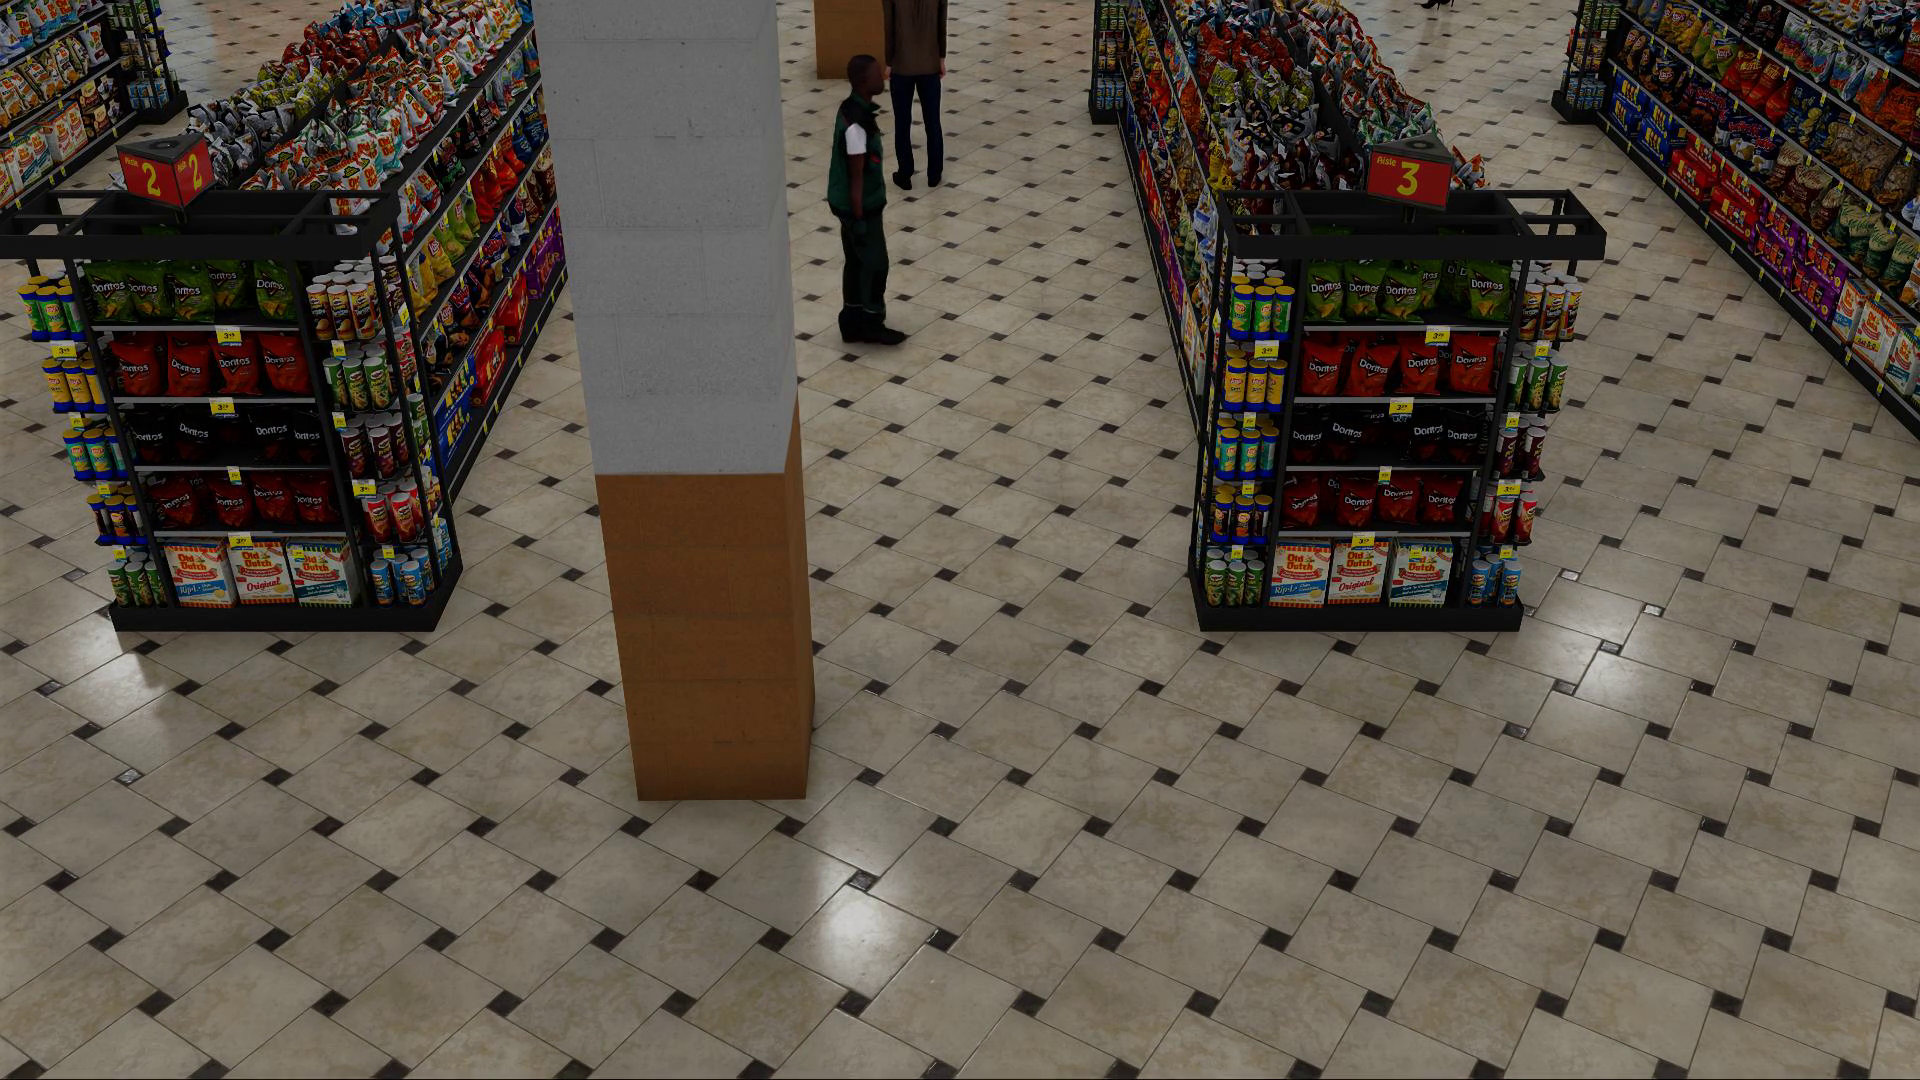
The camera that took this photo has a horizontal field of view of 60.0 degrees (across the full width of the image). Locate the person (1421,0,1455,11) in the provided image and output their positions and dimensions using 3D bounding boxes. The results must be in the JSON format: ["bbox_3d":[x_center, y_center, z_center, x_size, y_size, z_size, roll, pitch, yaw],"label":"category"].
[{"bbox_3d":[5.105,-6.453,17.328,0.775,1.760,0.802,-19,37,-28],"label":"person"}]

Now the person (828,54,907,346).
[{"bbox_3d":[-0.652,-2.042,10.175,0.816,1.828,0.655,-6,32,-9],"label":"person"}]

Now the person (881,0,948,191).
[{"bbox_3d":[-0.344,-3.613,12.644,0.697,1.887,0.632,-7,33,-11],"label":"person"}]
